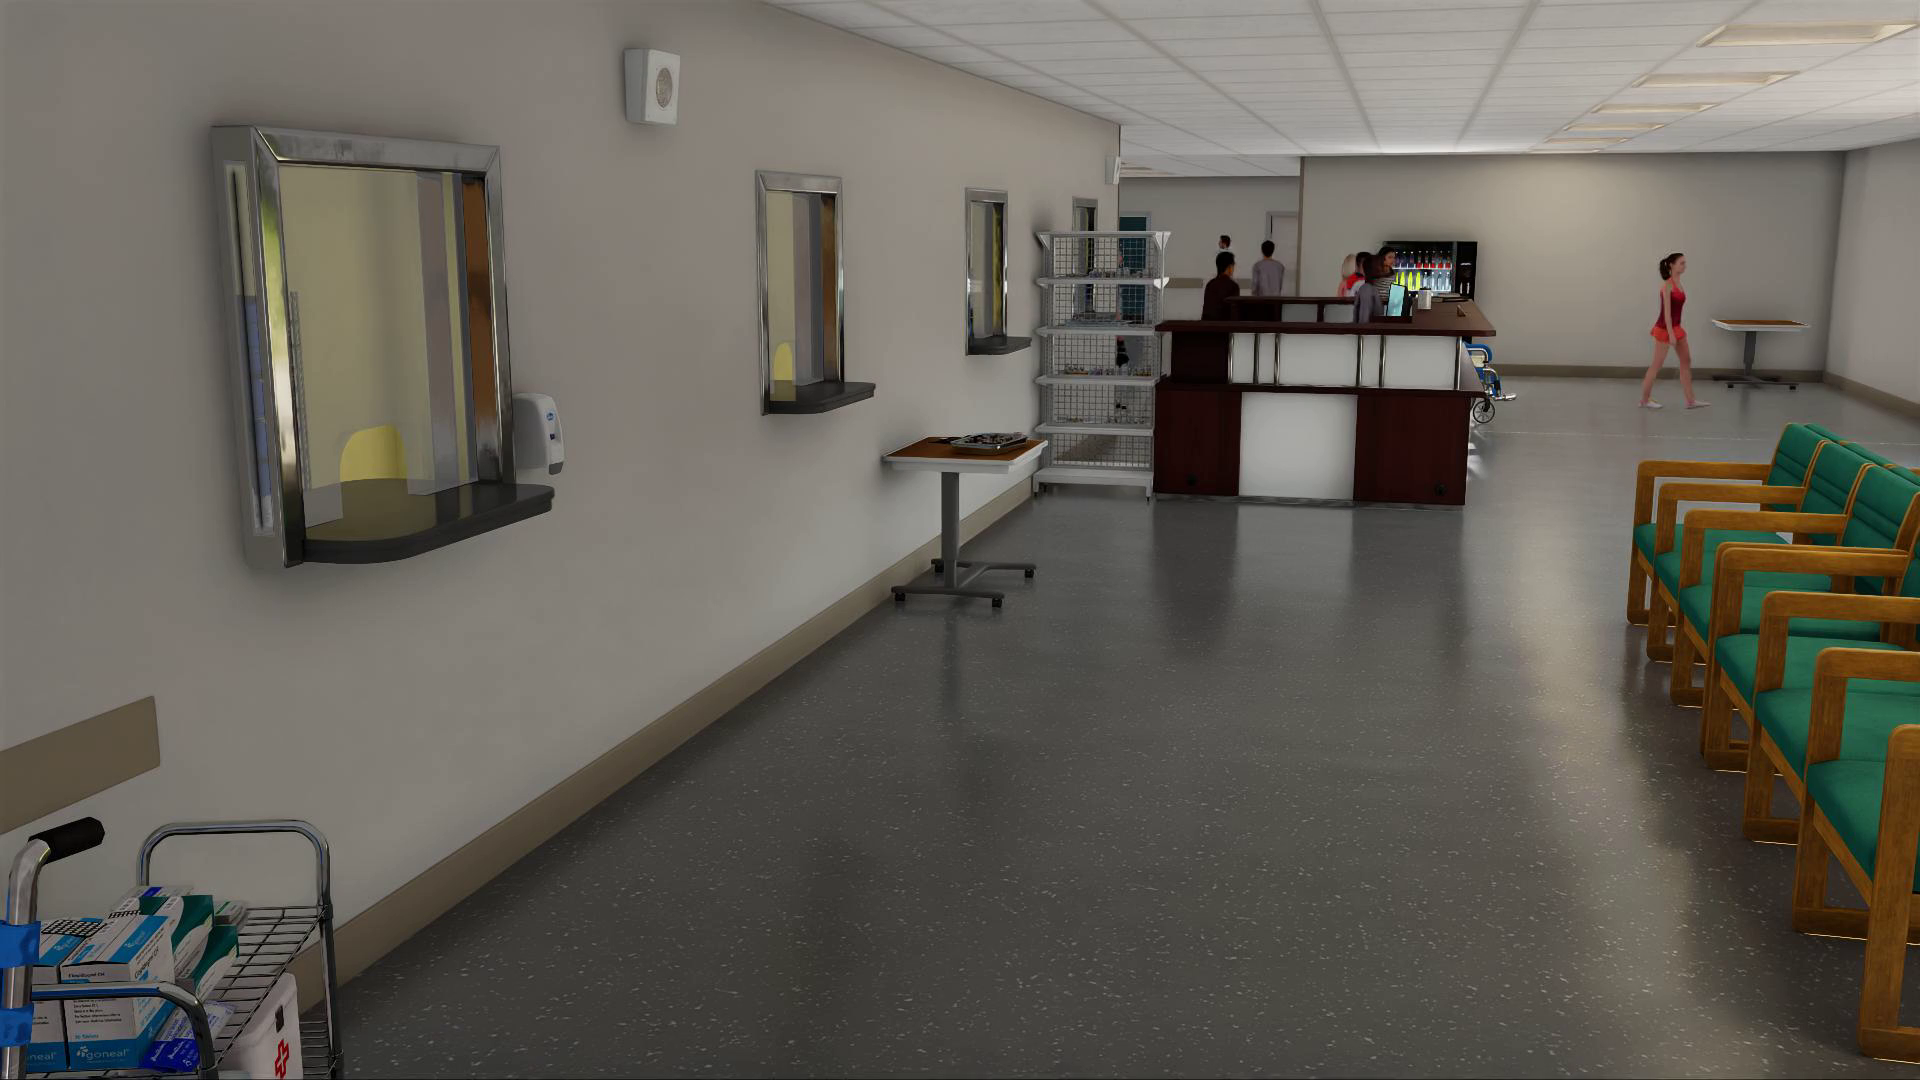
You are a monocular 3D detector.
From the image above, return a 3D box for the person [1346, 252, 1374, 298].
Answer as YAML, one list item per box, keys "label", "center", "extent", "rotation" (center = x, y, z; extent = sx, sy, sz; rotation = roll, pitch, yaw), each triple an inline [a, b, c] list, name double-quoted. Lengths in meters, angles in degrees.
- label: "person"
  center: [4.370, -2.316, 18.533]
  extent: [0.960, 1.745, 0.790]
  rotation: [0, 11, 0]

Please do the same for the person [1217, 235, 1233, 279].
- label: "person"
  center: [5.260, -5.000, 32.448]
  extent: [1.019, 1.832, 0.710]
  rotation: [4, 11, 19]

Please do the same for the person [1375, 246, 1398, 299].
- label: "person"
  center: [5.095, -2.678, 20.362]
  extent: [1.045, 1.758, 1.166]
  rotation: [-8, 13, -35]

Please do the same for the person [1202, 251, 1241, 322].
- label: "person"
  center: [2.752, -2.186, 17.795]
  extent: [0.931, 1.765, 0.865]
  rotation: [-10, 15, -43]

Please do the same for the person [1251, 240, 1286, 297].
- label: "person"
  center: [4.396, -3.305, 23.591]
  extent: [1.142, 1.804, 1.001]
  rotation: [-1, 11, -7]

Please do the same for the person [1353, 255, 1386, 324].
- label: "person"
  center: [3.890, -1.860, 16.065]
  extent: [0.622, 1.769, 0.689]
  rotation: [5, 12, 23]

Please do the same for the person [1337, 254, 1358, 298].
- label: "person"
  center: [4.510, -2.469, 19.396]
  extent: [0.554, 1.724, 0.627]
  rotation: [1, 11, 8]

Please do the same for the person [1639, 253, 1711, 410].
- label: "person"
  center: [7.817, -2.305, 18.540]
  extent: [1.056, 1.721, 0.864]
  rotation: [10, 15, 43]
